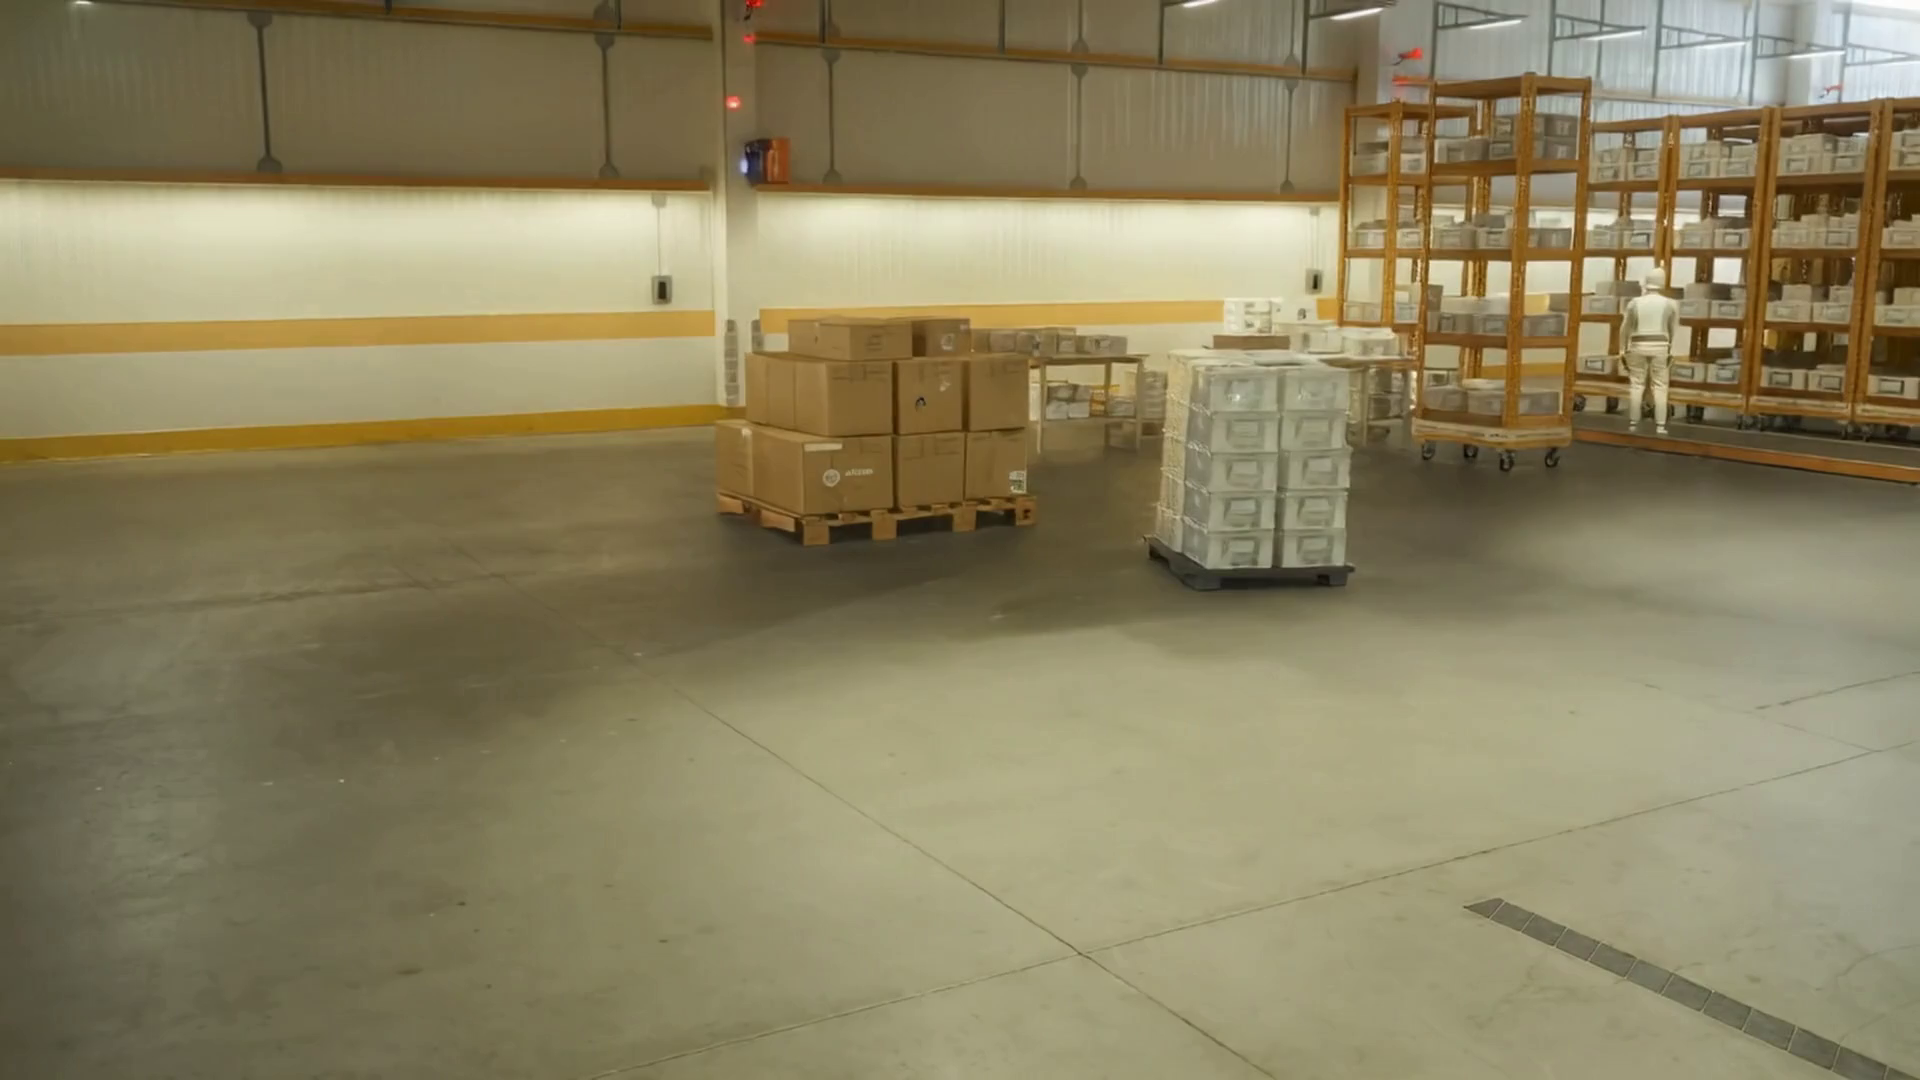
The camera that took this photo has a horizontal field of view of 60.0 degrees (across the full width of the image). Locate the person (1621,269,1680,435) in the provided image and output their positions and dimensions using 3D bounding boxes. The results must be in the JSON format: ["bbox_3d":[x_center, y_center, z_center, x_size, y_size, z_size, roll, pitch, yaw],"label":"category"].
[{"bbox_3d":[7.616,-2.068,18.369,0.592,1.825,0.404,5,11,28],"label":"person"}]
